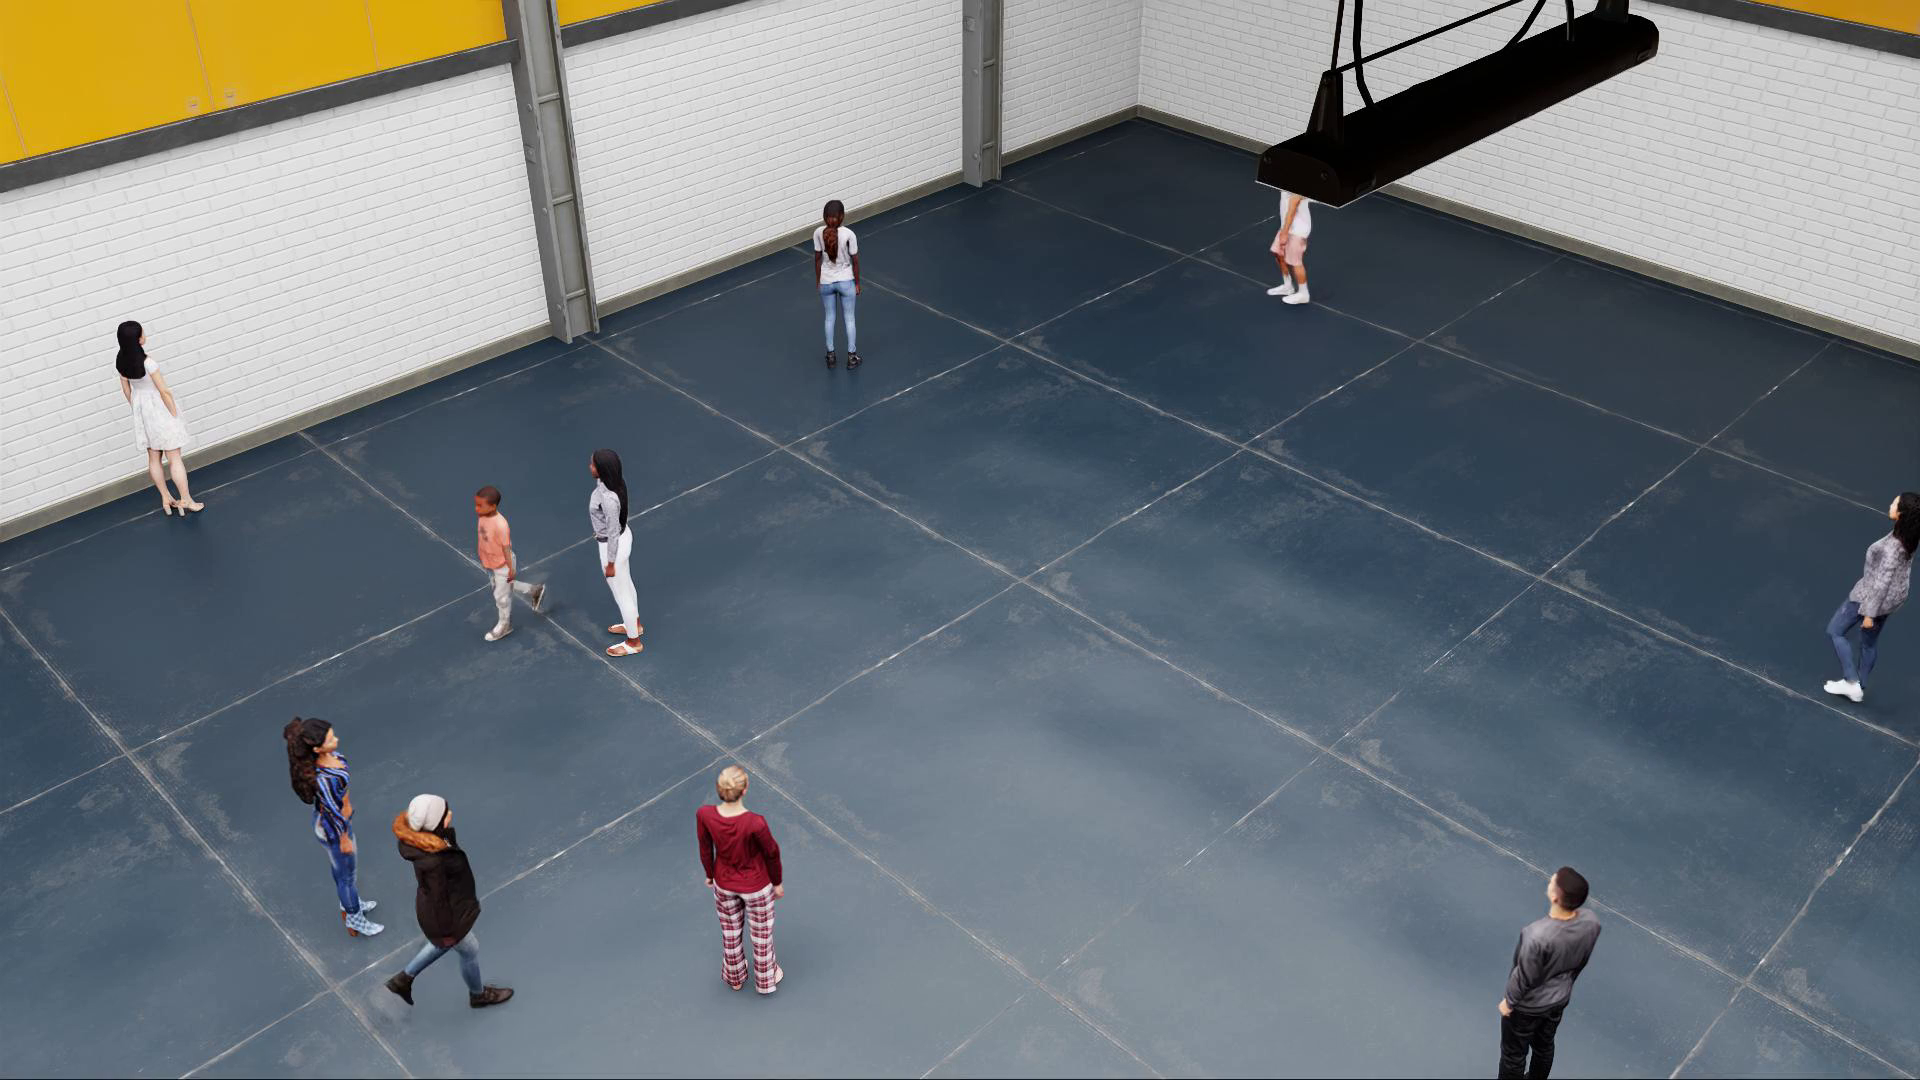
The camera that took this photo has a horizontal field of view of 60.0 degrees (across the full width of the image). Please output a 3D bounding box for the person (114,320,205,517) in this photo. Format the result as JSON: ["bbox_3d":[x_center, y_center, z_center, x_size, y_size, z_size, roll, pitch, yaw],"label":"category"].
[{"bbox_3d":[-6.717,-1.015,13.889,0.762,1.773,0.789,9,35,14],"label":"person"}]

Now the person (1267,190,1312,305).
[{"bbox_3d":[3.548,-3.259,17.298,0.894,1.736,0.834,6,34,9],"label":"person"}]

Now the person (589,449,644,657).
[{"bbox_3d":[-2.550,0.069,12.302,0.713,1.725,0.677,-3,34,-5],"label":"person"}]

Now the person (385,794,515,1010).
[{"bbox_3d":[-2.968,2.087,9.361,1.010,1.619,0.832,-12,35,-17],"label":"person"}]

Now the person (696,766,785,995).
[{"bbox_3d":[-1.245,1.937,9.516,0.686,1.698,0.690,7,34,10],"label":"person"}]

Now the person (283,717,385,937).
[{"bbox_3d":[-3.731,1.703,9.943,0.667,1.616,0.674,-13,36,-19],"label":"person"}]

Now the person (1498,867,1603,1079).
[{"bbox_3d":[3.057,2.394,8.771,0.606,1.761,0.748,-14,36,-20],"label":"person"}]

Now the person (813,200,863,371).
[{"bbox_3d":[-1.192,-2.486,16.151,0.662,1.719,0.690,5,34,7],"label":"person"}]

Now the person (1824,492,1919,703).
[{"bbox_3d":[6.546,0.456,11.725,0.581,1.718,0.729,-21,39,-28],"label":"person"}]

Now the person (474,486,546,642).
[{"bbox_3d":[-3.431,0.135,12.592,0.786,1.294,0.484,-27,42,-35],"label":"person"}]
